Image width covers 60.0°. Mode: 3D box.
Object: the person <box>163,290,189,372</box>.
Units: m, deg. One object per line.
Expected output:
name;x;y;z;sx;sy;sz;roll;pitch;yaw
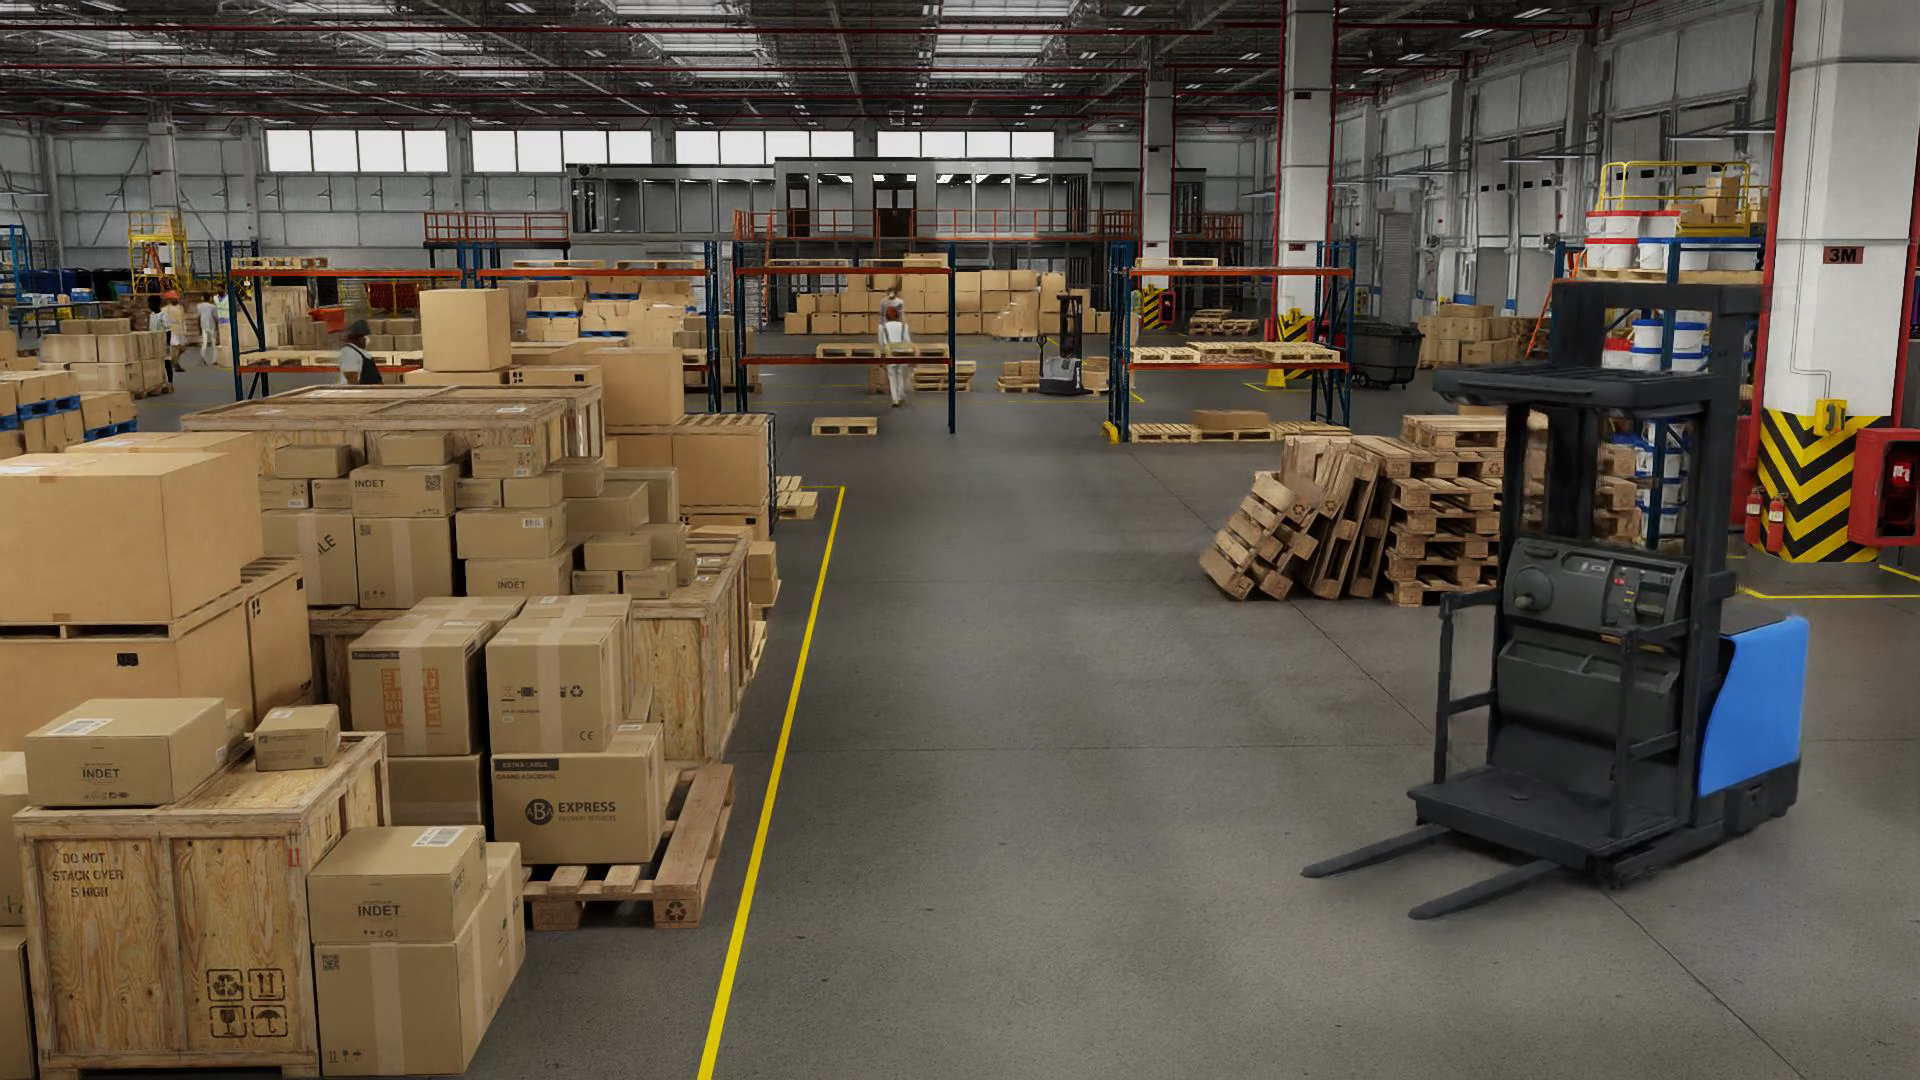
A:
person;-18.297;-4.873;38.800;0.469;1.918;0.568;4;11;21

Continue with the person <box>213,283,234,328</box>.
person;-19.835;-5.962;44.874;0.596;1.917;0.372;2;10;10

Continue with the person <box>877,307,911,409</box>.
person;-1.223;-3.330;30.399;0.584;1.847;0.751;-3;11;-16

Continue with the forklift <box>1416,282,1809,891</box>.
forklift;3.429;0.094;8.456;1.873;2.768;1.129;-8;13;-37

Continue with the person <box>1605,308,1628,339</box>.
person;11.879;-3.333;30.391;0.640;1.875;0.909;4;11;20

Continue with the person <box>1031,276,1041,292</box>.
person;2.695;-8.320;58.206;0.652;1.847;0.665;5;12;28

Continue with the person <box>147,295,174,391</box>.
person;-16.198;-3.976;33.685;0.607;1.962;0.373;7;12;34

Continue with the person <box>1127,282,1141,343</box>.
person;5.176;-6.792;49.707;0.429;1.846;0.627;5;11;25

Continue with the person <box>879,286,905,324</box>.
person;-1.718;-5.376;41.605;0.667;1.913;0.734;1;10;8

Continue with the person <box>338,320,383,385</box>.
person;-8.096;-1.954;22.207;0.834;2.000;0.689;1;10;4

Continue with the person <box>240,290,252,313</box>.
person;-19.326;-5.947;45.370;0.531;1.711;0.953;-2;10;-10

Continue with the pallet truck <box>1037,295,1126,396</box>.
pallet truck;2.483;-3.881;33.060;1.885;1.965;0.823;-7;13;-36

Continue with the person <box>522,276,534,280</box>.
person;-18.395;-10.566;70.817;0.522;1.823;0.861;-2;10;-10

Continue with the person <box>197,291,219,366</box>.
person;-18.362;-5.146;40.552;0.519;1.846;0.801;0;10;-3
